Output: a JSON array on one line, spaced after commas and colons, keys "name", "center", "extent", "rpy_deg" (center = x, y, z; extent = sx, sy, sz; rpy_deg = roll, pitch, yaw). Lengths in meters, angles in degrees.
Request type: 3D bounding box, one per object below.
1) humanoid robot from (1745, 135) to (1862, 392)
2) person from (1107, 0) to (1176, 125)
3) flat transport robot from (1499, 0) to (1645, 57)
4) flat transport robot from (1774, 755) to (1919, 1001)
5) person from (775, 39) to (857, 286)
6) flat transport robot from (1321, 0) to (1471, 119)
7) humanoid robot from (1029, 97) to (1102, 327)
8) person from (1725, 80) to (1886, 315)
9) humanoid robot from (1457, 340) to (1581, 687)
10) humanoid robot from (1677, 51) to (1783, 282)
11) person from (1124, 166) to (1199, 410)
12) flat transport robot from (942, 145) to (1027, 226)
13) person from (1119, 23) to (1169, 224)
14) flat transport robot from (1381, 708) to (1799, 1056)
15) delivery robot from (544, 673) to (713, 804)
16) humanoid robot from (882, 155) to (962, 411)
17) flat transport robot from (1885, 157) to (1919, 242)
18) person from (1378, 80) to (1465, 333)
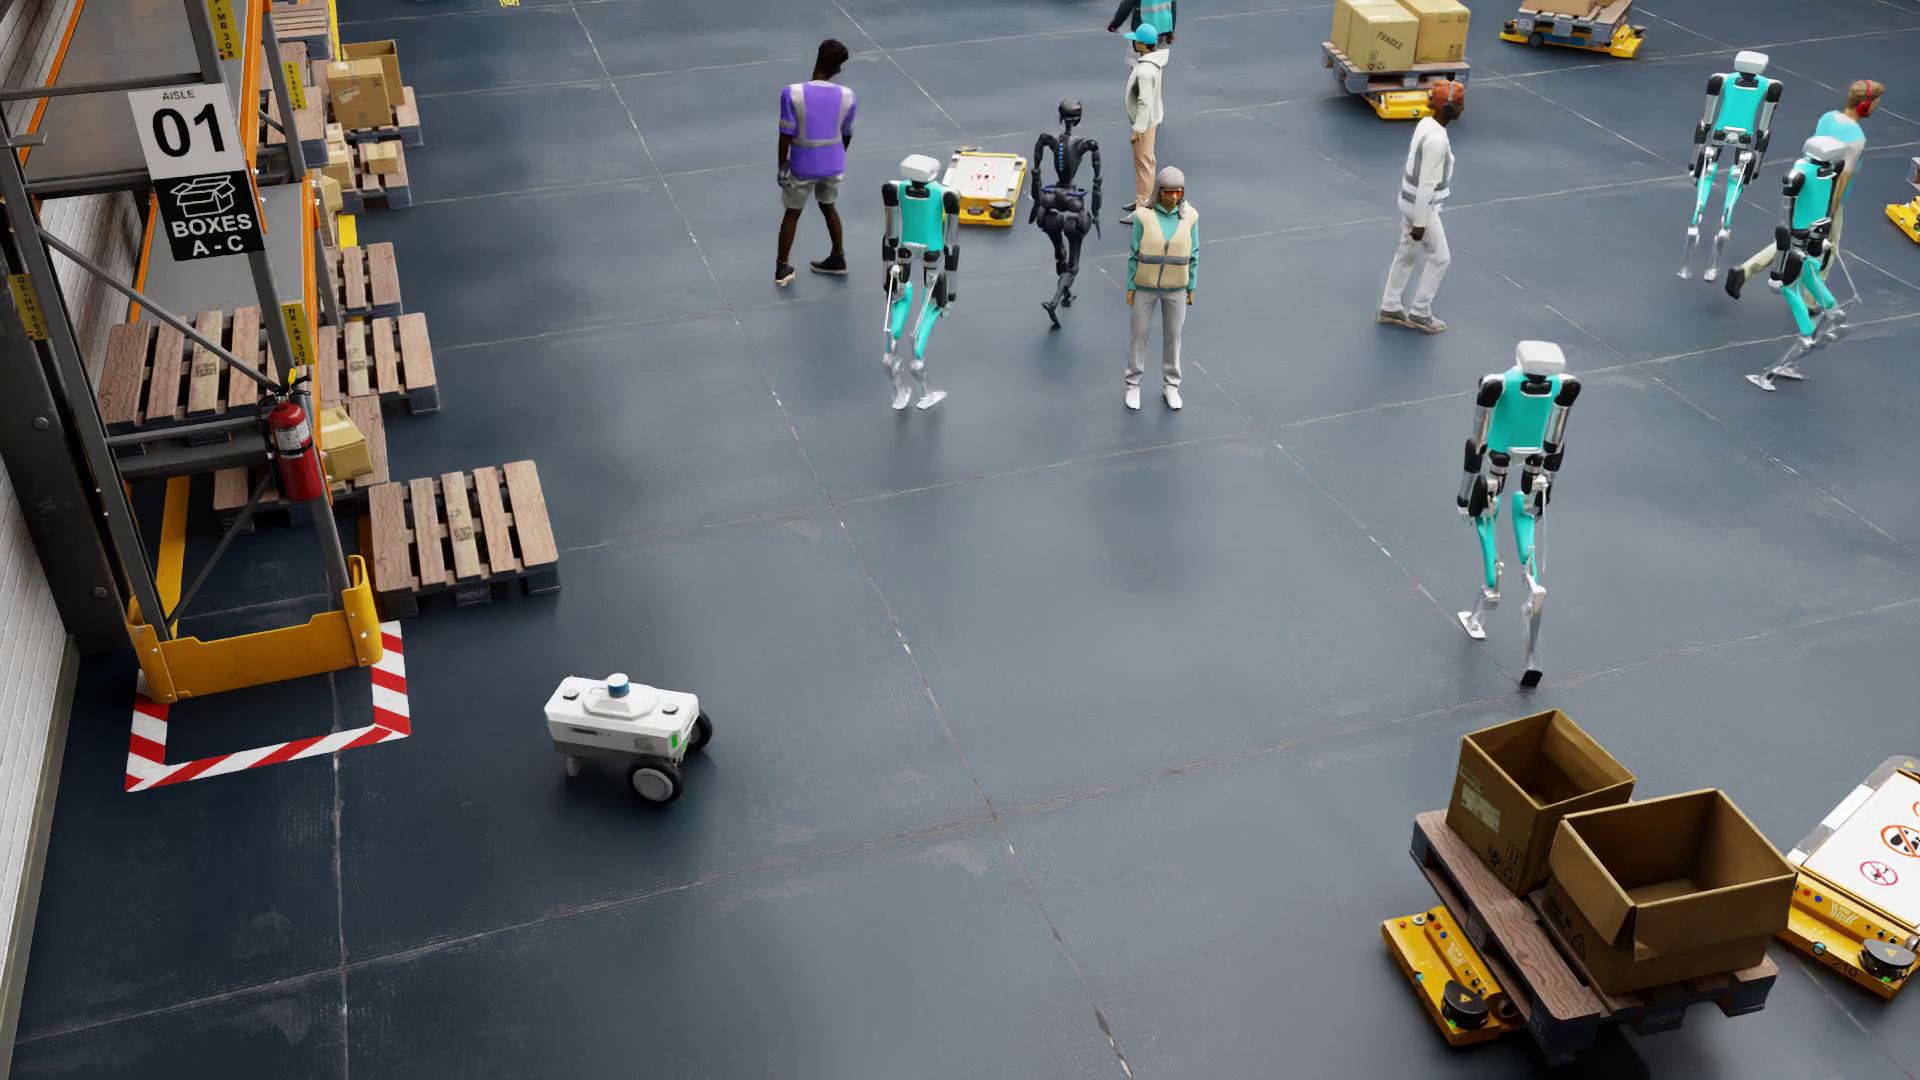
[{"name": "humanoid robot", "center": [5.812, -1.820, 11.268], "extent": [0.549, 1.751, 0.677], "rpy_deg": [-20, 38, -27]}, {"name": "person", "center": [1.793, -4.885, 15.845], "extent": [0.563, 1.911, 0.630], "rpy_deg": [-24, 40, -32]}, {"name": "flat transport robot", "center": [6.813, -5.638, 18.506], "extent": [1.431, 0.231, 0.659], "rpy_deg": [17, 37, 24]}, {"name": "flat transport robot", "center": [4.247, 1.493, 7.568], "extent": [1.431, 0.231, 0.659], "rpy_deg": [-26, 41, -33]}, {"name": "person", "center": [-1.131, -2.893, 12.797], "extent": [0.700, 1.909, 0.430], "rpy_deg": [-14, 35, -20]}, {"name": "flat transport robot", "center": [4.392, -4.613, 16.933], "extent": [0.659, 0.231, 1.431], "rpy_deg": [-4, 33, -6]}, {"name": "humanoid robot", "center": [0.744, -2.437, 12.338], "extent": [0.590, 1.630, 0.700], "rpy_deg": [13, 35, 19]}, {"name": "person", "center": [6.300, -2.516, 12.302], "extent": [0.798, 1.812, 0.588], "rpy_deg": [0, 33, 0]}, {"name": "humanoid robot", "center": [2.953, -0.061, 8.650], "extent": [0.559, 1.812, 0.897], "rpy_deg": [-4, 33, -6]}, {"name": "humanoid robot", "center": [5.874, -2.788, 12.804], "extent": [0.530, 1.799, 0.729], "rpy_deg": [12, 35, 18]}, {"name": "person", "center": [1.341, -1.687, 11.130], "extent": [0.466, 1.707, 0.369], "rpy_deg": [-1, 33, -1]}, {"name": "flat transport robot", "center": [0.200, -3.120, 14.644], "extent": [0.659, 0.231, 1.431], "rpy_deg": [4, 33, 6]}, {"name": "person", "center": [1.517, -3.470, 13.892], "extent": [0.372, 1.675, 0.462], "rpy_deg": [7, 34, 10]}, {"name": "flat transport robot", "center": [2.628, 1.750, 7.175], "extent": [1.431, 0.231, 0.659], "rpy_deg": [-8, 34, -12]}, {"name": "delivery robot", "center": [-1.619, 0.927, 8.186], "extent": [0.778, 0.606, 0.515], "rpy_deg": [7, 34, 11]}, {"name": "humanoid robot", "center": [-0.328, -1.601, 10.886], "extent": [0.530, 1.708, 0.722], "rpy_deg": [11, 35, 17]}, {"name": "flat transport robot", "center": [8.656, -2.683, 13.973], "extent": [1.431, 0.231, 0.659], "rpy_deg": [2, 33, 3]}, {"name": "person", "center": [3.454, -2.402, 12.078], "extent": [0.653, 1.864, 0.597], "rpy_deg": [3, 33, 5]}]
